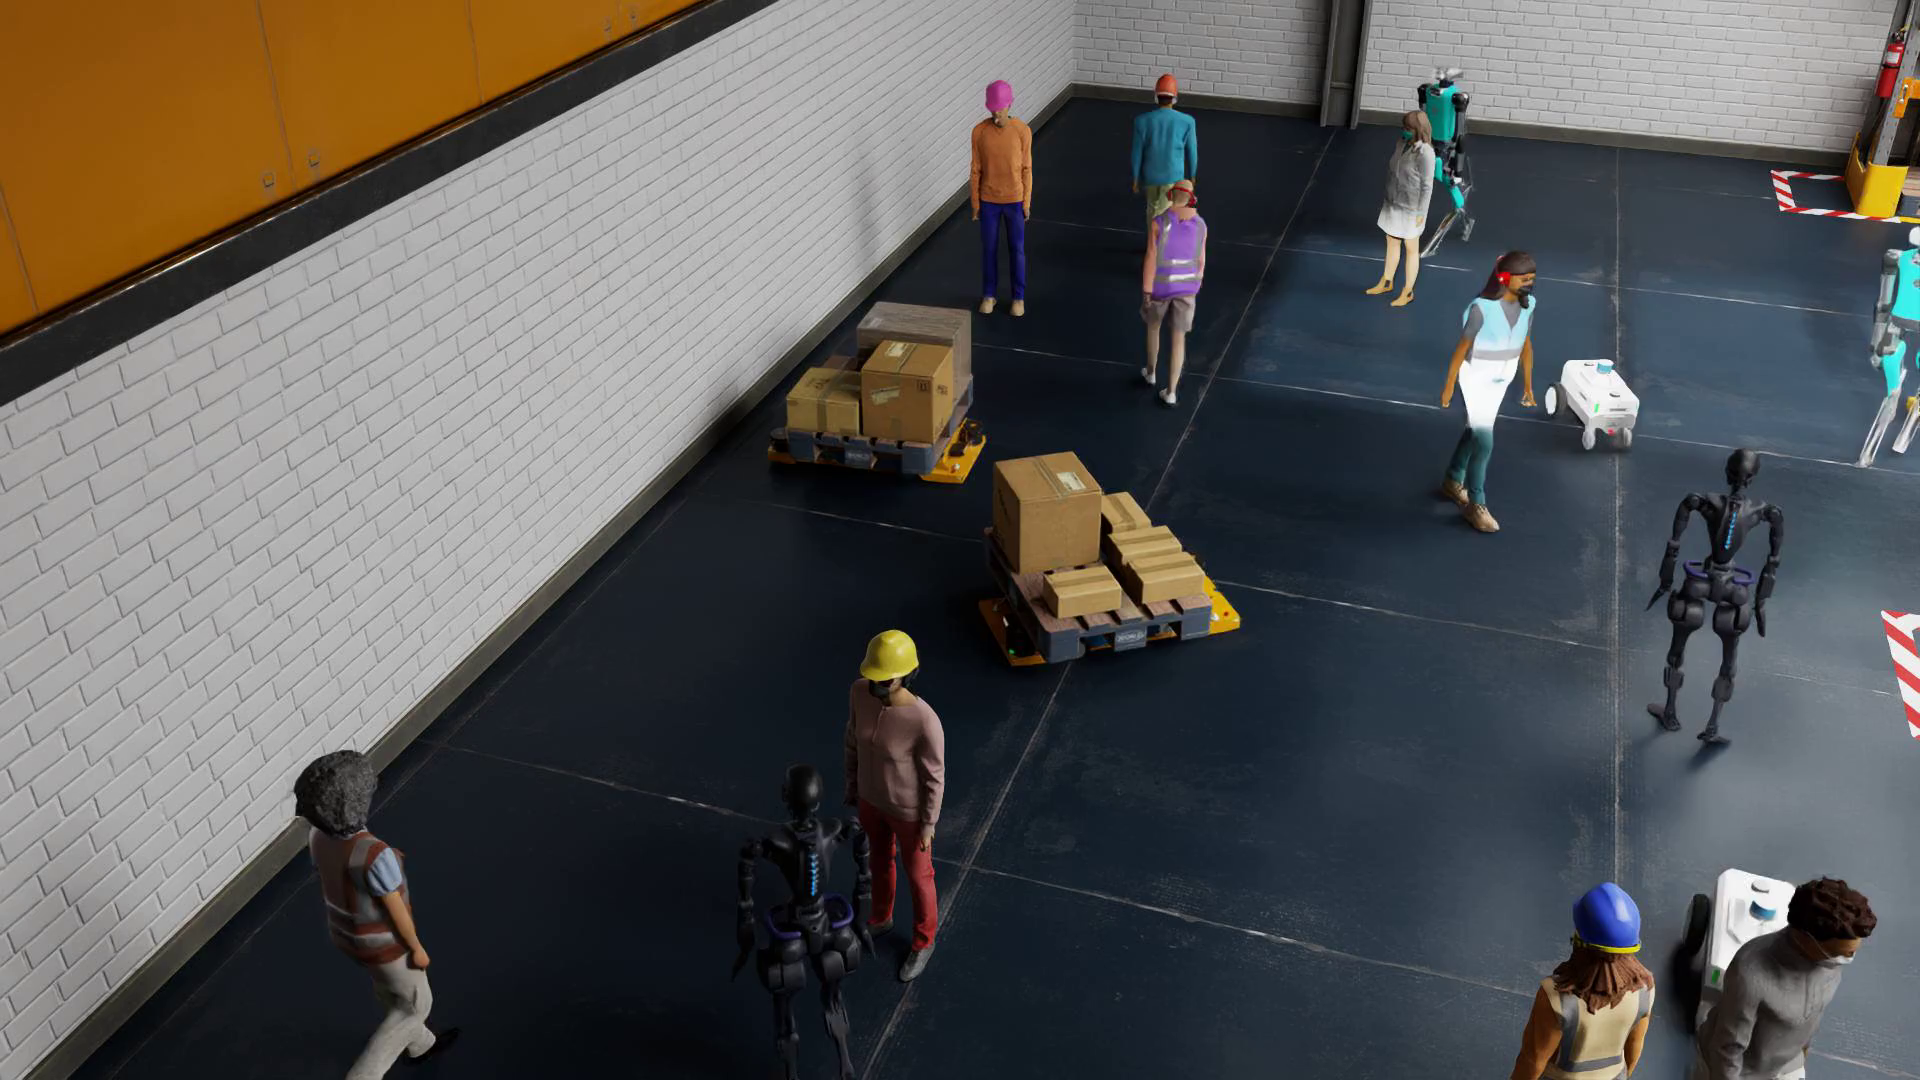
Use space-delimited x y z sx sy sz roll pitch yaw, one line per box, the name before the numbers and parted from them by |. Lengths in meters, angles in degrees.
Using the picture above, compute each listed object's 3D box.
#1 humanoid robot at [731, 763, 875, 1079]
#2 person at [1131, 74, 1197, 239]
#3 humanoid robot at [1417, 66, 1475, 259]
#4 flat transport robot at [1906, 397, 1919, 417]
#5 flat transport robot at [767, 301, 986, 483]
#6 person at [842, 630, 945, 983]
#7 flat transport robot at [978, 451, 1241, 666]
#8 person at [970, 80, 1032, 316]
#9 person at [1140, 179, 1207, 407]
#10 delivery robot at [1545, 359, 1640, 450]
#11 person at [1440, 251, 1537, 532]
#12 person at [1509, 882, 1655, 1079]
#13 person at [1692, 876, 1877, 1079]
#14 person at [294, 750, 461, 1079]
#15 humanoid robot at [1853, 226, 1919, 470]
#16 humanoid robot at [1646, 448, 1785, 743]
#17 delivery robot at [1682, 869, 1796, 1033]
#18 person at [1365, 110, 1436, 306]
humanoid robot | -0.606 1.588 6.543 0.584 1.651 0.379 -11 32 -18
person | 1.793 -3.249 14.729 0.563 1.711 0.873 9 32 15
humanoid robot | 4.537 -3.447 15.065 0.948 1.781 0.562 -18 35 -28
flat transport robot | 7.826 -0.922 12.193 1.431 0.231 0.659 -1 30 -2
flat transport robot | -0.585 -0.700 11.816 1.431 0.231 0.659 8 31 13
person | -0.293 1.138 7.208 0.524 1.772 0.300 22 37 32
flat transport robot | 0.886 0.404 9.938 1.431 0.231 0.659 -9 32 -14
person | 0.335 -2.820 13.750 0.518 1.972 0.404 4 31 7
person | 1.584 -1.860 12.423 0.505 1.637 0.742 -4 31 -6
delivery robot | 4.632 -1.029 12.088 0.499 0.589 0.784 -1 30 -1
person | 3.456 -0.954 10.699 0.568 1.832 0.791 -14 33 -22
person | 2.139 1.922 5.864 0.470 1.778 0.311 -5 31 -8
person | 2.845 1.893 5.833 0.548 1.858 0.742 -8 31 -13
person | -2.339 1.573 6.558 0.450 1.670 0.612 20 36 30
humanoid robot | 6.596 -1.362 11.521 0.587 1.781 0.868 23 38 34
humanoid robot | 3.938 0.321 8.700 0.589 1.645 0.478 11 32 17
delivery robot | 3.454 1.798 7.274 0.499 0.583 0.767 13 33 21
person | 3.740 -2.798 14.006 0.343 1.663 0.486 -14 33 -22
